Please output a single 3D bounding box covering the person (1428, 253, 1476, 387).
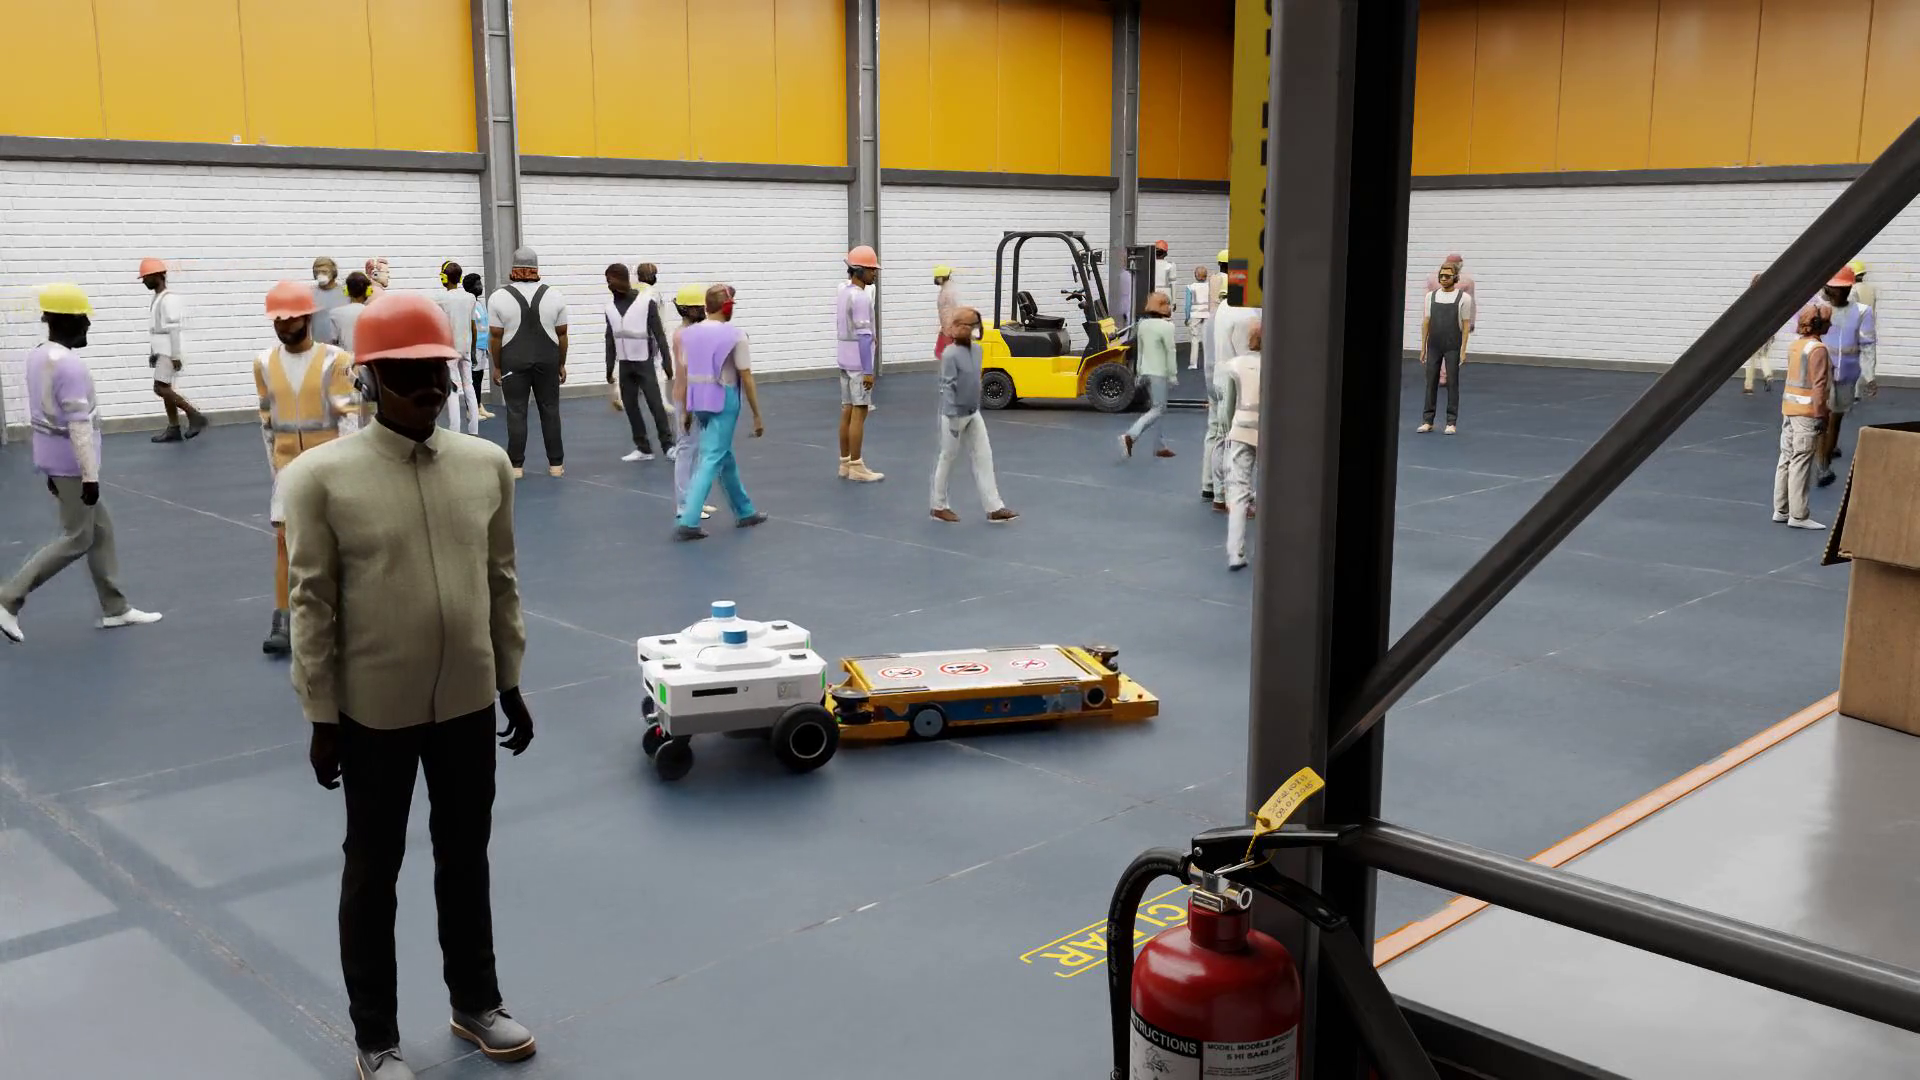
[{"bbox_3d":[7.001,-3.120,23.624,0.672,1.864,0.919,8,13,36],"label":"person"}]

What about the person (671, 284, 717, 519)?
[{"bbox_3d":[-2.022,-1.048,12.612,0.310,1.768,0.533,0,10,2],"label":"person"}]

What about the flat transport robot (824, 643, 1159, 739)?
[{"bbox_3d":[0.099,0.656,7.394,1.431,0.197,0.652,-3,11,-14],"label":"flat transport robot"}]

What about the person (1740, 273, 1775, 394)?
[{"bbox_3d":[10.687,-2.750,22.259,0.514,1.621,0.435,0,10,-2],"label":"person"}]

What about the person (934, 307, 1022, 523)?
[{"bbox_3d":[0.099,-0.897,12.214,0.782,1.595,0.533,8,13,36],"label":"person"}]

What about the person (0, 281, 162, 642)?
[{"bbox_3d":[-4.764,-0.411,8.794,0.815,1.898,0.596,-9,14,-40],"label":"person"}]

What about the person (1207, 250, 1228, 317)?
[{"bbox_3d":[3.681,-3.087,23.283,0.370,1.929,0.585,-4,11,-21],"label":"person"}]

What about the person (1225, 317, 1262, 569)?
[{"bbox_3d":[1.966,-0.635,10.773,0.539,1.600,0.804,6,12,31],"label":"person"}]

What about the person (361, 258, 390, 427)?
[{"bbox_3d":[-5.805,-1.860,16.664,0.643,1.905,0.400,10,14,44],"label":"person"}]

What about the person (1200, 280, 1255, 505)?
[{"bbox_3d":[2.154,-1.185,13.204,0.403,1.825,0.598,-6,12,-28],"label":"person"}]

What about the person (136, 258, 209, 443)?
[{"bbox_3d":[-8.151,-1.941,17.105,0.472,1.908,0.546,-7,13,-34],"label":"person"}]

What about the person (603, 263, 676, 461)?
[{"bbox_3d":[-3.010,-1.662,15.674,0.706,1.872,0.444,5,11,24],"label":"person"}]

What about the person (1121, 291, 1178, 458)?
[{"bbox_3d":[1.806,-1.554,15.817,0.690,1.611,0.500,-6,12,-29],"label":"person"}]

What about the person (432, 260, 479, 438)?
[{"bbox_3d":[-5.152,-1.895,16.971,0.328,1.862,0.515,8,13,37],"label":"person"}]

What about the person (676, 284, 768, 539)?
[{"bbox_3d":[-1.712,-0.920,11.854,0.586,1.795,0.985,8,13,36],"label":"person"}]

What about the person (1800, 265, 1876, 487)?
[{"bbox_3d":[7.434,-1.382,14.089,0.558,1.885,0.995,3,11,15],"label":"person"}]

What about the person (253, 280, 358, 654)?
[{"bbox_3d":[-3.373,-0.368,8.553,0.557,1.894,0.925,0,10,-1],"label":"person"}]

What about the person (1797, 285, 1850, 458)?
[{"bbox_3d":[8.388,-1.754,16.224,0.532,1.875,1.082,2,11,9],"label":"person"}]

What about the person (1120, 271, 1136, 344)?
[{"bbox_3d":[2.788,-3.761,27.121,0.889,1.878,0.654,-3,11,-14],"label":"person"}]

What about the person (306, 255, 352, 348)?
[{"bbox_3d":[-6.116,-1.791,16.192,0.636,1.936,0.353,-2,11,-11],"label":"person"}]

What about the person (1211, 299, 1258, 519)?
[{"bbox_3d":[2.105,-1.128,12.593,0.372,1.934,0.627,-2,11,-8],"label":"person"}]

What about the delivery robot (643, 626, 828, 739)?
[{"bbox_3d":[-0.906,0.590,6.705,0.707,0.478,0.477,-3,10,-21],"label":"delivery robot"}]

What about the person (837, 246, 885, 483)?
[{"bbox_3d":[-0.861,-1.520,14.434,0.393,2.039,0.613,-4,11,-20],"label":"person"}]

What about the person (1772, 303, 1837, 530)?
[{"bbox_3d":[6.181,-0.905,12.168,0.313,1.642,0.513,1,10,5],"label":"person"}]

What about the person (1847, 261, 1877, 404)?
[{"bbox_3d":[11.305,-2.664,21.317,0.622,1.801,0.783,-5,12,-26],"label":"person"}]

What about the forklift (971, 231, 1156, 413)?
[{"bbox_3d":[1.222,-2.721,20.561,2.313,2.155,1.214,2,11,13],"label":"forklift"}]

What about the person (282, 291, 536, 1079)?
[{"bbox_3d":[-1.354,0.385,4.163,0.375,1.997,0.611,10,14,43],"label":"person"}]

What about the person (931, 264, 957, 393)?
[{"bbox_3d":[-0.184,-2.851,22.480,0.418,1.750,0.540,-3,11,-18],"label":"person"}]

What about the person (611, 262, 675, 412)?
[{"bbox_3d":[-3.809,-2.411,19.906,0.627,1.817,0.752,9,14,41],"label":"person"}]

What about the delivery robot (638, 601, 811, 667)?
[{"bbox_3d":[-1.016,0.508,7.174,0.707,0.478,0.477,-6,12,-30],"label":"delivery robot"}]

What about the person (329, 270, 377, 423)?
[{"bbox_3d":[-5.207,-1.405,14.370,0.523,1.841,0.867,-1,10,-3],"label":"person"}]

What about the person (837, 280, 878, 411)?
[{"bbox_3d":[-1.239,-2.491,20.154,0.584,1.882,0.337,-10,14,-43],"label":"person"}]

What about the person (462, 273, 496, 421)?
[{"bbox_3d":[-5.597,-2.228,19.223,0.318,1.700,0.536,1,10,5],"label":"person"}]

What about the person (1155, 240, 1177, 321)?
[{"bbox_3d":[3.468,-4.167,28.859,0.605,2.045,0.377,3,11,18],"label":"person"}]

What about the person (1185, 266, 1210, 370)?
[{"bbox_3d":[3.825,-3.523,26.445,0.513,1.642,0.313,-1,10,-7],"label":"person"}]

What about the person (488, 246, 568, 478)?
[{"bbox_3d":[-3.820,-1.574,14.725,0.686,2.000,0.538,-4,11,-22],"label":"person"}]

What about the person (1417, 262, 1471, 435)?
[{"bbox_3d":[5.203,-2.053,17.874,0.507,1.846,0.346,6,12,30],"label":"person"}]
